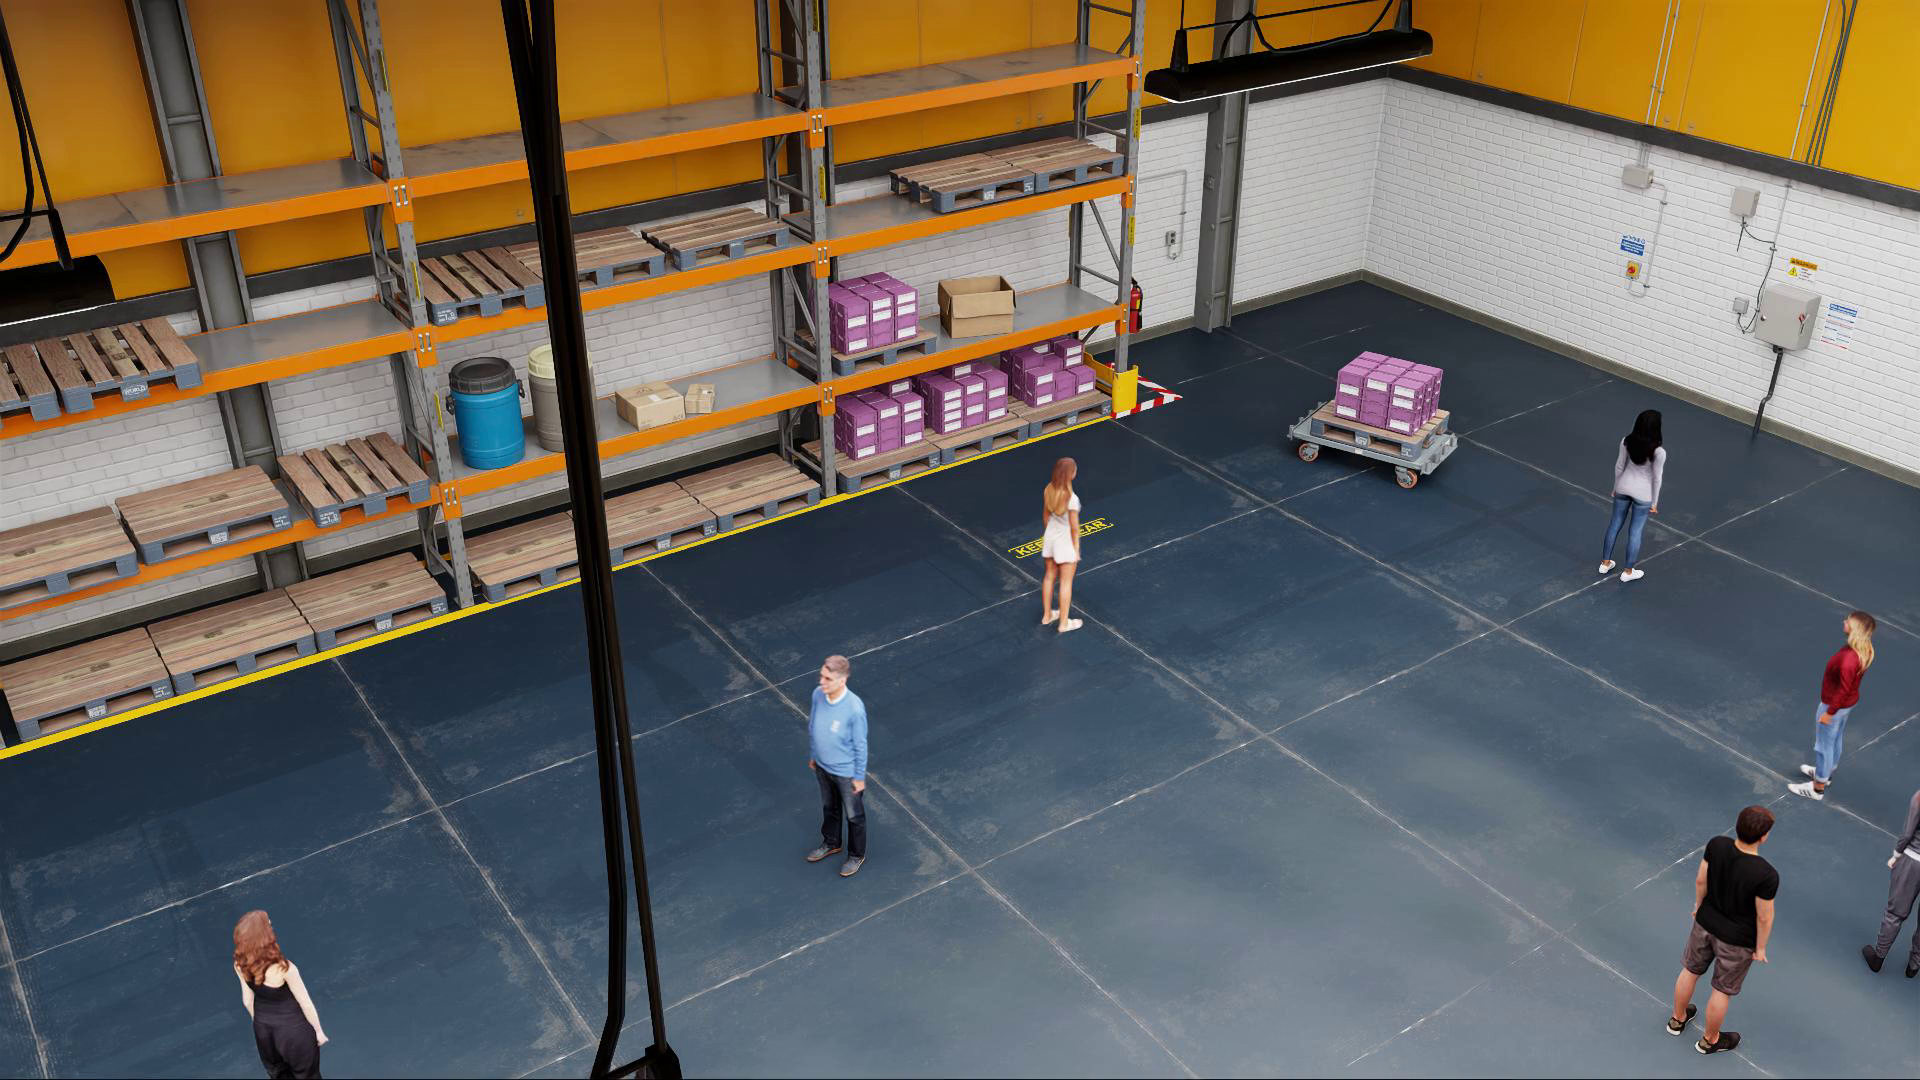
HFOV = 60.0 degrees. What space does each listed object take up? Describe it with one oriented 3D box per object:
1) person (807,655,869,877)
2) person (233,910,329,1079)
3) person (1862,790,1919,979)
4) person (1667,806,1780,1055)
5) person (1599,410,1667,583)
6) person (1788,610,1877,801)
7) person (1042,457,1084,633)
[{"bbox_3d":[-0.869,1.594,12.033,0.711,1.820,0.659,22,35,34],"label":"person"},{"bbox_3d":[-3.984,2.874,9.761,0.651,1.748,0.716,4,29,7],"label":"person"},{"bbox_3d":[6.411,2.162,11.033,0.656,1.780,0.687,9,30,17],"label":"person"},{"bbox_3d":[4.804,2.431,10.456,0.569,1.862,0.663,-18,33,-29],"label":"person"},{"bbox_3d":[6.417,-0.437,15.844,0.543,1.735,0.626,-22,36,-35],"label":"person"},{"bbox_3d":[6.778,1.257,12.846,0.700,1.633,0.513,25,37,37],"label":"person"},{"bbox_3d":[0.910,0.028,15.033,0.563,1.696,0.574,-21,35,-34],"label":"person"}]
